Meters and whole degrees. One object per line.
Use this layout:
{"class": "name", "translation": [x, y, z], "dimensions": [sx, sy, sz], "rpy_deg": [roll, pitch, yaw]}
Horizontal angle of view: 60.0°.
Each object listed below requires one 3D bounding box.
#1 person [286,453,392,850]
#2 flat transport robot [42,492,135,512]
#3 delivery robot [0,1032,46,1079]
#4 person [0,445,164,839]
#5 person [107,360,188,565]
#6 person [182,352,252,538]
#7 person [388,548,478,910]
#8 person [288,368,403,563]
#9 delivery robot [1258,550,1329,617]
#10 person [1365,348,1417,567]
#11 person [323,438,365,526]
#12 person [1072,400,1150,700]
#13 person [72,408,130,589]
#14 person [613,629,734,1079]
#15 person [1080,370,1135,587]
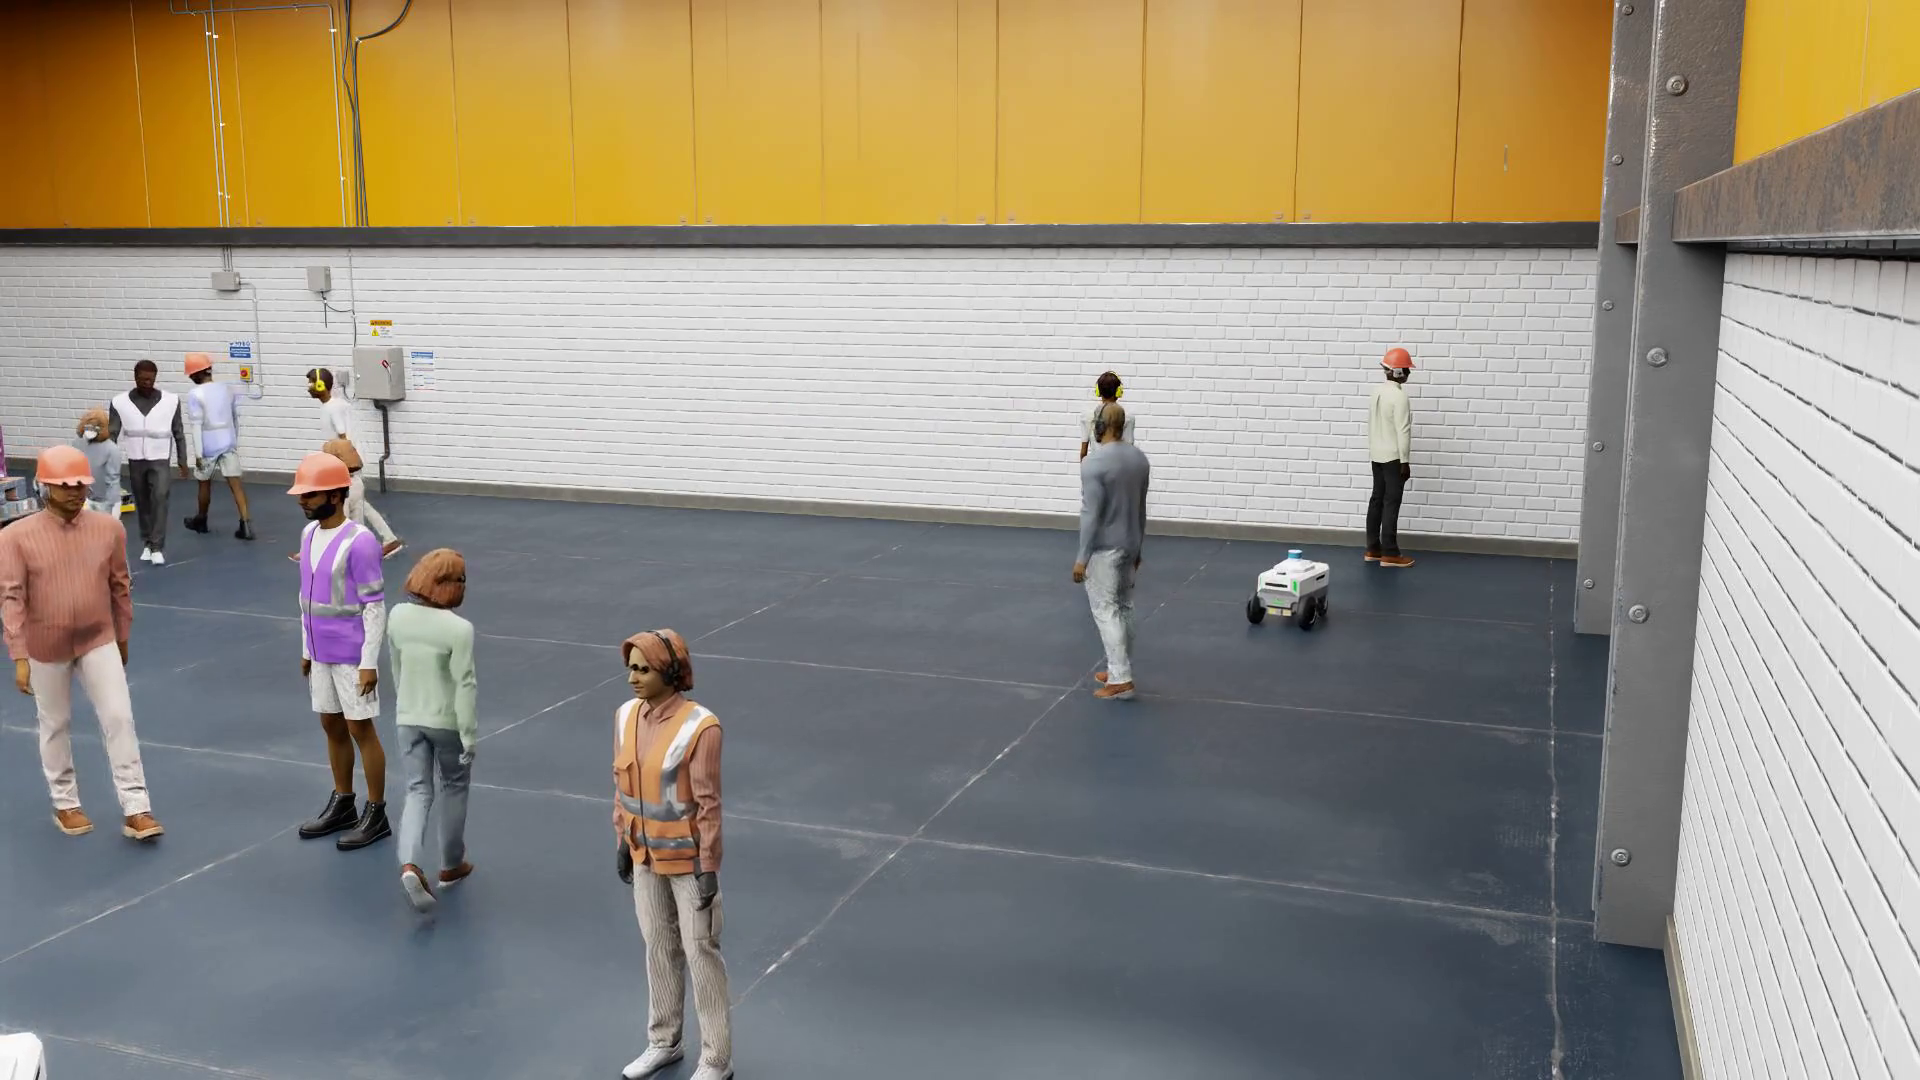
{"class": "person", "translation": [-3.034, 0.537, 8.085], "dimensions": [0.552, 1.936, 0.358], "rpy_deg": [7, 12, 34]}
{"class": "flat transport robot", "translation": [-9.680, -0.467, 18.434], "dimensions": [0.652, 0.197, 1.431], "rpy_deg": [-8, 13, -38]}
{"class": "delivery robot", "translation": [-2.966, 1.733, 4.979], "dimensions": [0.477, 0.478, 0.707], "rpy_deg": [-4, 11, -22]}
{"class": "person", "translation": [-4.276, 0.527, 8.066], "dimensions": [0.631, 1.958, 0.882], "rpy_deg": [-10, 14, -43]}
{"class": "person", "translation": [-7.446, -0.697, 15.211], "dimensions": [0.650, 1.866, 0.938], "rpy_deg": [-3, 11, -19]}
{"class": "person", "translation": [-7.464, -0.950, 16.639], "dimensions": [1.000, 1.876, 0.586], "rpy_deg": [7, 12, 34]}
{"class": "person", "translation": [-2.372, 0.835, 7.371], "dimensions": [0.499, 1.592, 0.679], "rpy_deg": [2, 10, 13]}
{"class": "person", "translation": [-5.663, -0.671, 15.292], "dimensions": [0.998, 1.817, 0.575], "rpy_deg": [-4, 11, -20]}
{"class": "delivery robot", "translation": [2.599, 0.322, 12.927], "dimensions": [0.477, 0.478, 0.707], "rpy_deg": [7, 12, 33]}
{"class": "person", "translation": [3.947, -0.758, 15.216], "dimensions": [0.384, 1.993, 0.622], "rpy_deg": [-3, 10, -14]}
{"class": "person", "translation": [-4.150, 0.126, 11.258], "dimensions": [0.285, 1.633, 0.500], "rpy_deg": [-1, 10, -6]}
{"class": "person", "translation": [0.995, 0.061, 10.806], "dimensions": [0.406, 1.942, 0.642], "rpy_deg": [9, 13, 41]}
{"class": "person", "translation": [-7.163, -0.300, 13.748], "dimensions": [0.568, 1.590, 0.698], "rpy_deg": [3, 10, 14]}
{"class": "person", "translation": [-0.998, 1.104, 5.758], "dimensions": [0.519, 1.633, 0.312], "rpy_deg": [8, 13, 38]}
{"class": "person", "translation": [1.268, -0.499, 14.120], "dimensions": [0.512, 1.869, 0.328], "rpy_deg": [4, 11, 20]}
